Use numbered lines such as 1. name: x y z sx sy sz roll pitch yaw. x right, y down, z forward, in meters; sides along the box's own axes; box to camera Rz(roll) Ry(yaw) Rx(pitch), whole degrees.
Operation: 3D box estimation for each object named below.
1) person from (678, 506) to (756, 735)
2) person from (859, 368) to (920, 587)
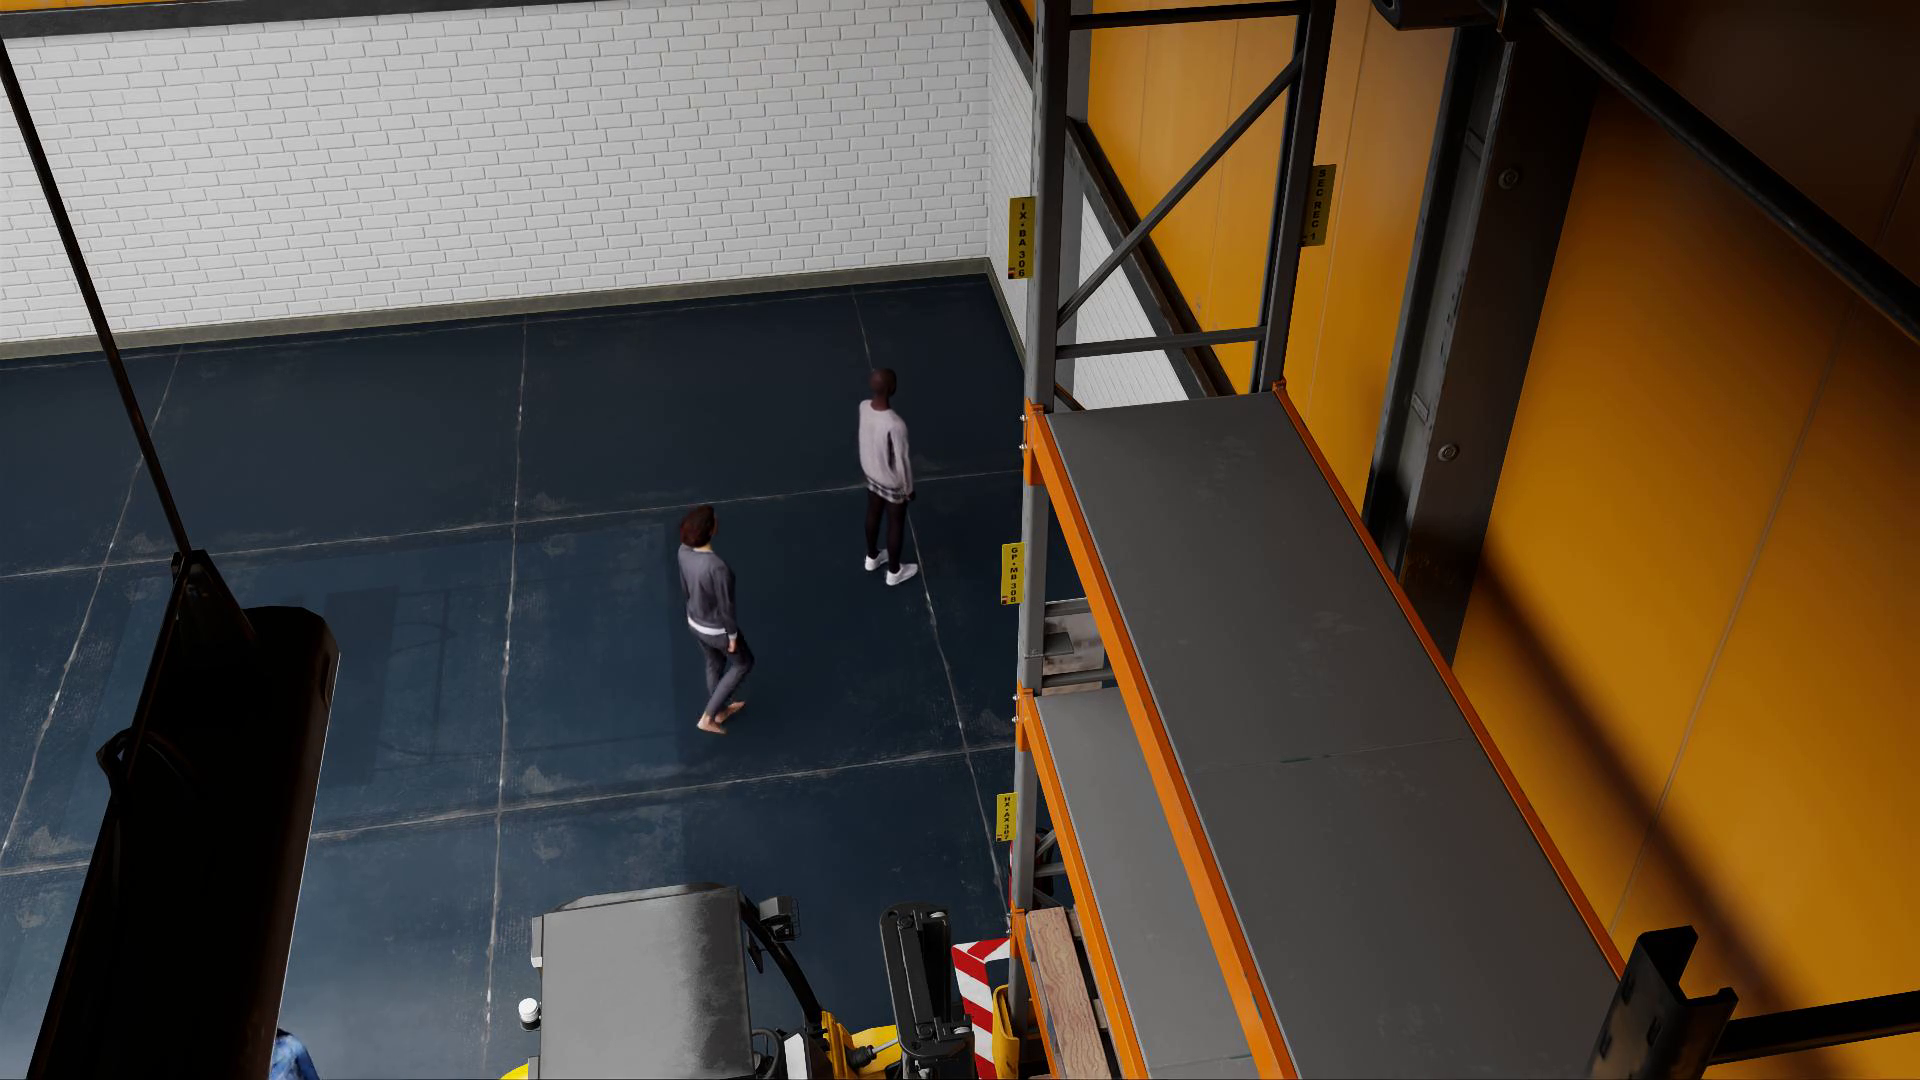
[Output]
1. person: -1.620 0.572 10.515 0.818 1.756 0.876 27 46 30
2. person: -0.543 -0.454 11.788 0.768 1.771 0.664 -30 48 -32
